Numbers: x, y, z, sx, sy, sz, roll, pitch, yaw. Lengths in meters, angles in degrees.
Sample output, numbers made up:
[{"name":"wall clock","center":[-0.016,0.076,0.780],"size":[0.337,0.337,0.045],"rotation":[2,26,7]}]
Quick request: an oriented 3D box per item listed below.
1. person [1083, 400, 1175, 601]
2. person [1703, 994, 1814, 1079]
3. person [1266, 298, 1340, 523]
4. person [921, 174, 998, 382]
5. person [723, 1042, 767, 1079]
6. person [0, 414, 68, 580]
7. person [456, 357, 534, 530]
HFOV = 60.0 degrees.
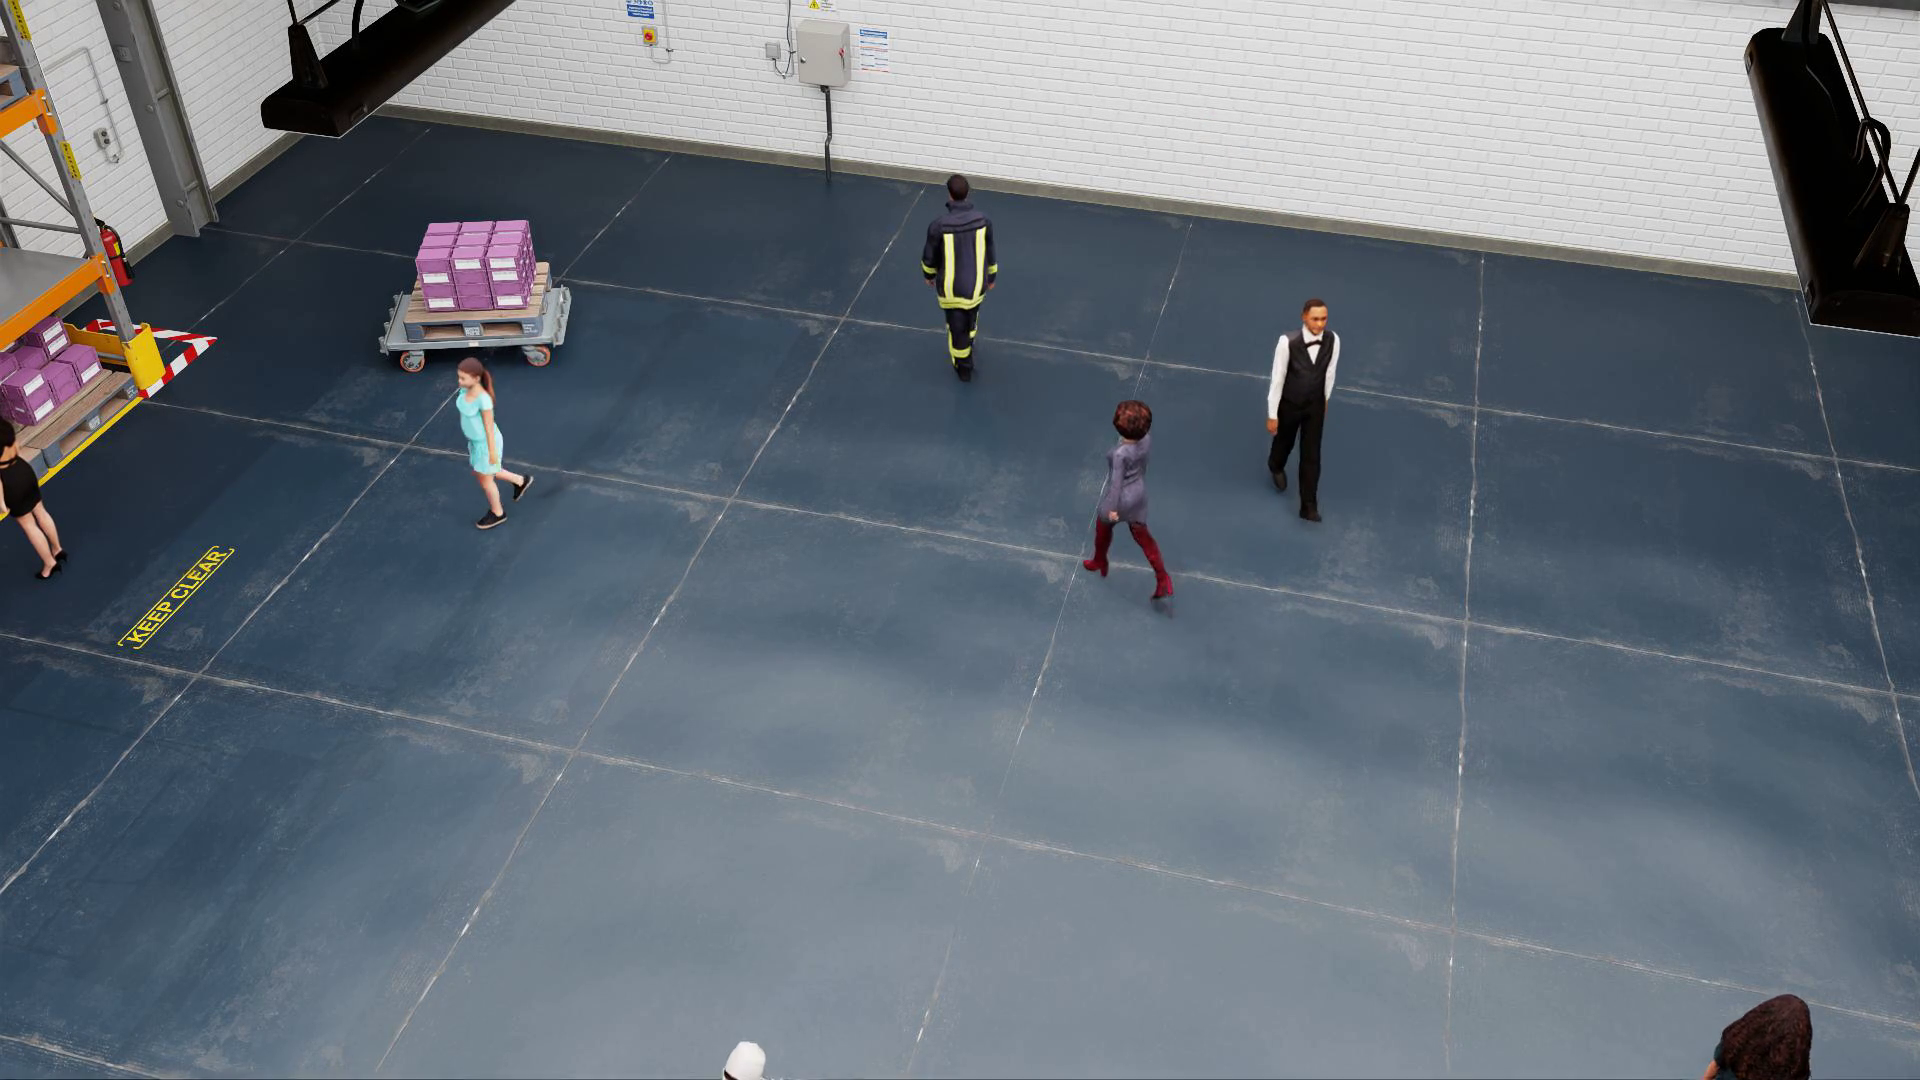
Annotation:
[{"name":"person","center":[1.304,-0.260,12.388],"size":[1.114,1.678,1.027],"rotation":[-31,48,-32]},{"name":"person","center":[3.947,2.918,8.483],"size":[0.909,1.584,1.151],"rotation":[29,47,31]},{"name":"person","center":[2.694,-1.140,13.332],"size":[1.015,1.874,1.328],"rotation":[-4,39,-4]},{"name":"person","center":[0.035,-2.272,14.728],"size":[1.056,1.901,1.135],"rotation":[-8,39,-10]},{"name":"person","center":[-0.982,2.990,8.349],"size":[0.915,1.639,0.807],"rotation":[-31,48,-33]},{"name":"person","center":[-7.120,-0.403,12.593],"size":[0.642,1.645,0.469],"rotation":[3,39,4]},{"name":"person","center":[-3.710,-0.805,13.174],"size":[0.885,1.548,0.802],"rotation":[-25,45,-27]}]
